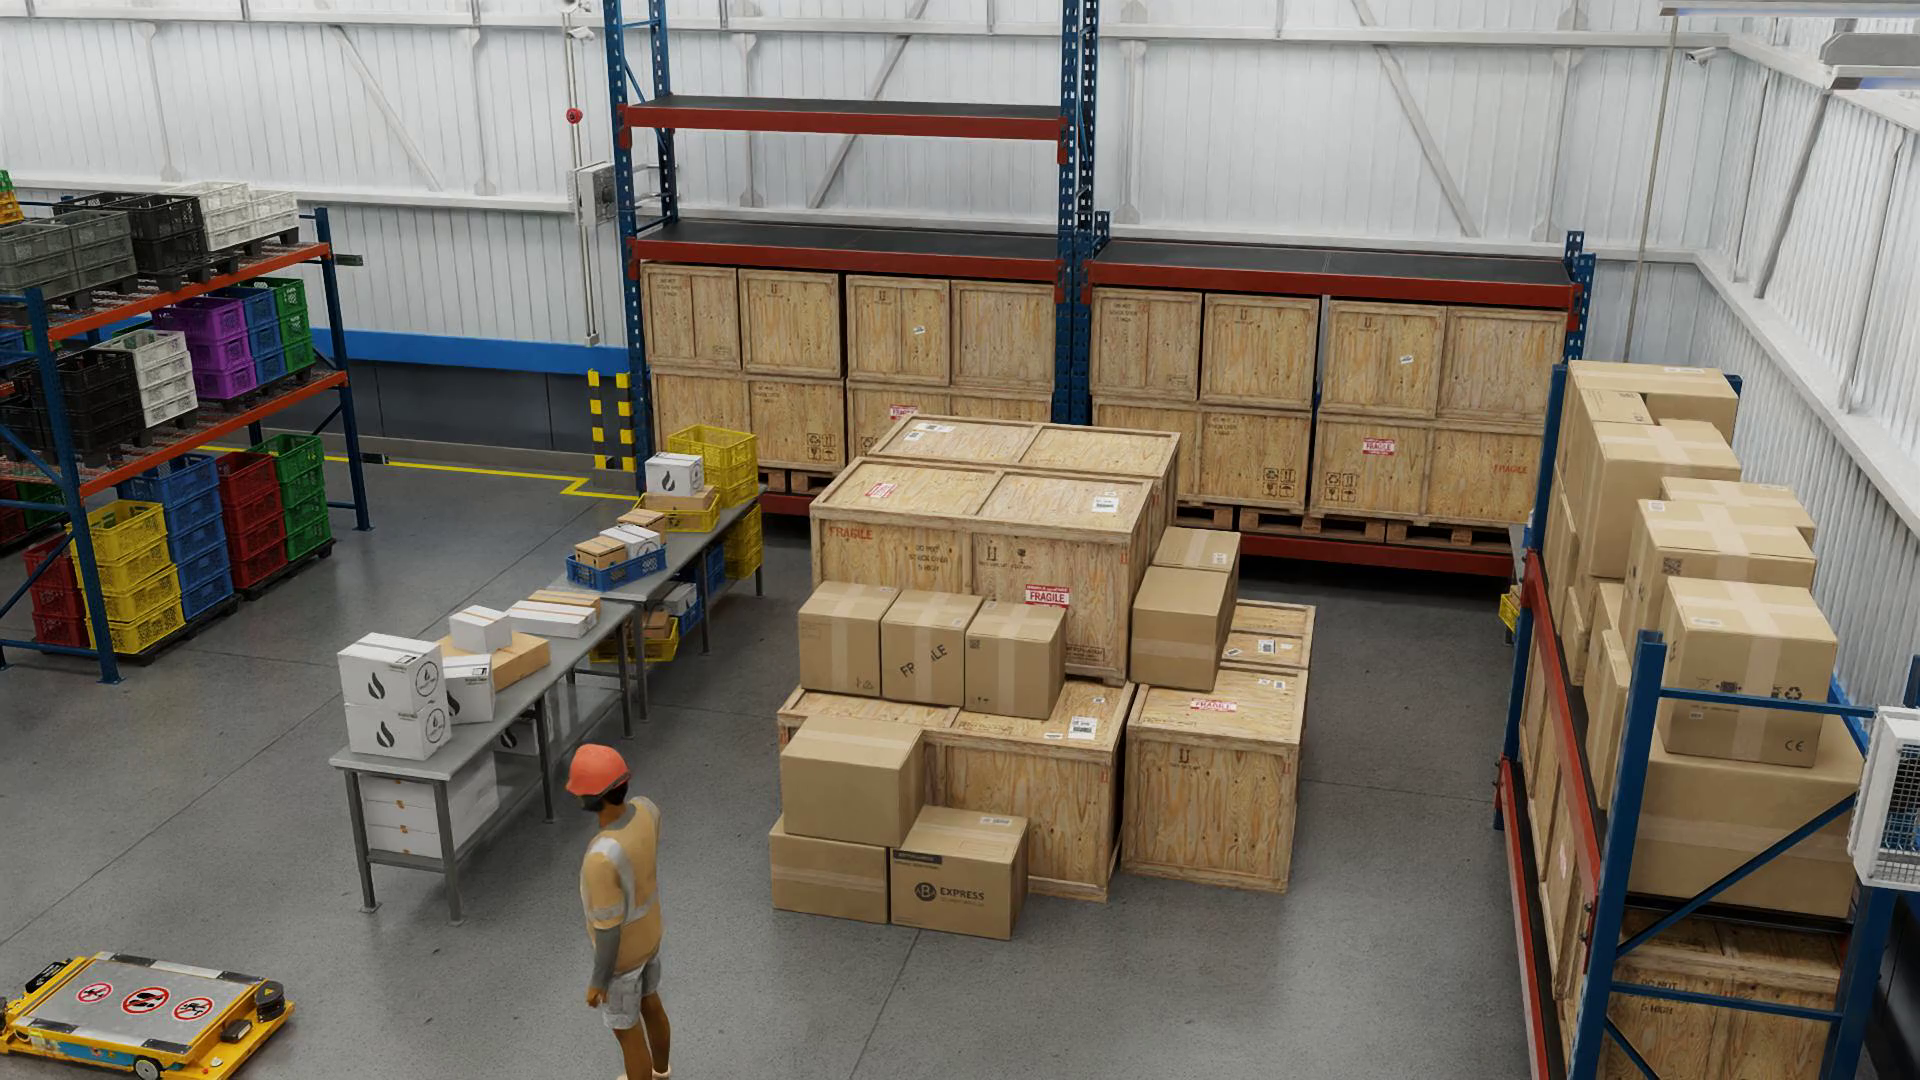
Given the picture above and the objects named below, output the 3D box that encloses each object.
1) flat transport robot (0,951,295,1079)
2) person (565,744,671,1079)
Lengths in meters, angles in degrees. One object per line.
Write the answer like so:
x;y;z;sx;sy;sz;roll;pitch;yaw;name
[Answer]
-4.270;2.464;8.601;1.431;0.231;0.659;5;22;13;flat transport robot
-1.579;1.864;7.700;0.388;2.034;0.604;4;21;11;person
